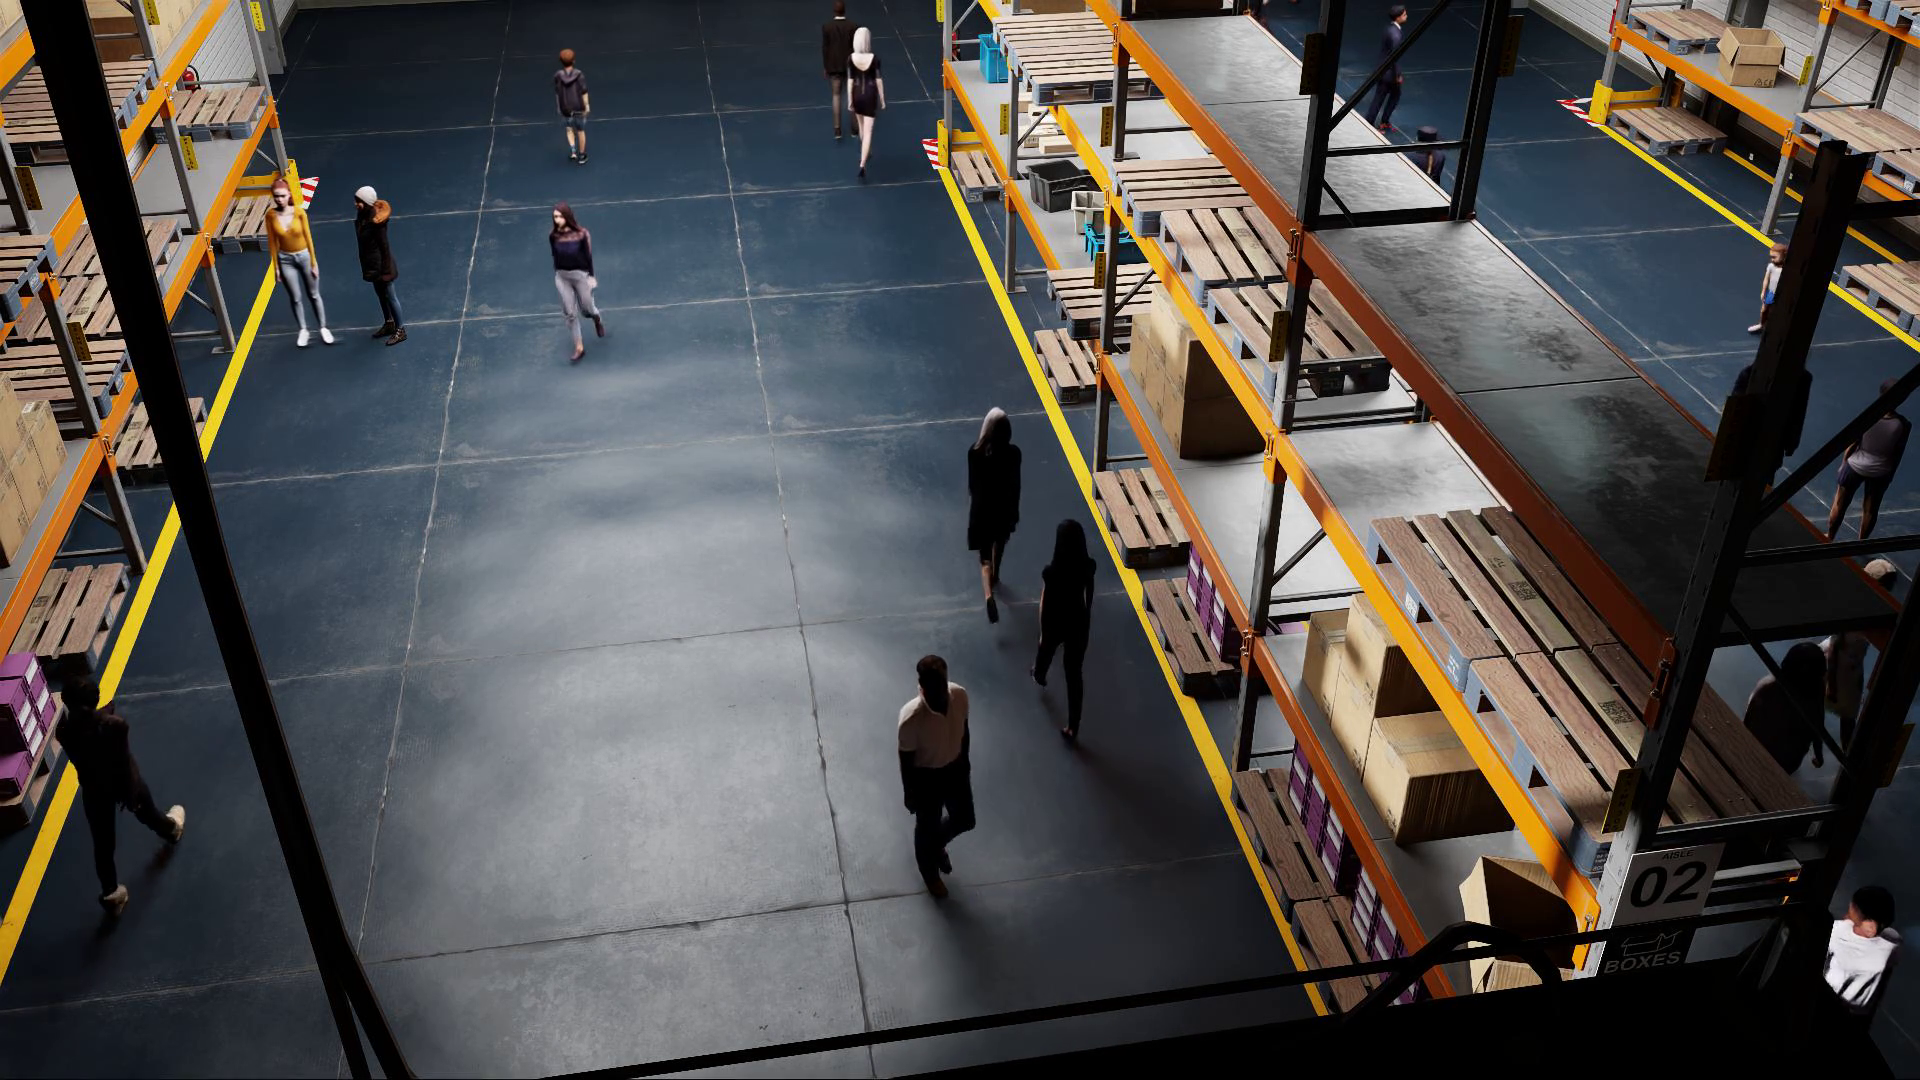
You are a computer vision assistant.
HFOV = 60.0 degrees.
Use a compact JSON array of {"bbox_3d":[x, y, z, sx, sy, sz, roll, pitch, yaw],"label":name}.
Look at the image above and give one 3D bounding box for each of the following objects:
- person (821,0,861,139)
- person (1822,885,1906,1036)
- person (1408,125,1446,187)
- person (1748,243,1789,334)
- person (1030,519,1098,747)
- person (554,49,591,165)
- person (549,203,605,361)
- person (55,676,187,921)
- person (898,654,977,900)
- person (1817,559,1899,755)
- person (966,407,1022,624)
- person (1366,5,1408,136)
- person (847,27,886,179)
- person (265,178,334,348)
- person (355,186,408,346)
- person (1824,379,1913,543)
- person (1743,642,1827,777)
[{"bbox_3d":[-1.525,-6.130,21.612,0.677,1.799,0.585,-2,34,-3],"label":"person"},{"bbox_3d":[4.613,2.429,8.816,0.689,1.709,0.722,5,34,7],"label":"person"},{"bbox_3d":[4.984,-3.610,17.944,0.796,1.663,0.855,-13,36,-19],"label":"person"},{"bbox_3d":[8.366,-2.532,16.926,0.564,0.994,0.572,6,34,9],"label":"person"},{"bbox_3d":[0.762,0.672,11.470,0.675,1.699,1.086,-10,35,-14],"label":"person"},{"bbox_3d":[-4.870,-5.420,20.869,0.590,1.439,0.598,0,34,-1],"label":"person"},{"bbox_3d":[-3.786,-2.587,16.464,0.789,1.597,0.937,7,34,11],"label":"person"},{"bbox_3d":[-5.261,1.459,10.344,1.121,1.634,0.596,-6,34,-8],"label":"person"},{"bbox_3d":[-0.204,1.389,10.265,0.798,1.837,0.825,-21,39,-28],"label":"person"},{"bbox_3d":[5.846,0.818,11.243,0.642,1.705,1.073,-8,34,-12],"label":"person"},{"bbox_3d":[0.251,-0.173,12.726,0.702,1.714,1.153,0,34,-1],"label":"person"},{"bbox_3d":[5.472,-6.090,21.633,0.793,1.709,0.728,4,34,6],"label":"person"},{"bbox_3d":[-1.174,-5.325,20.409,0.861,1.790,1.232,4,34,6],"label":"person"},{"bbox_3d":[-6.616,-2.763,16.594,0.584,1.746,0.518,-8,34,-12],"label":"person"},{"bbox_3d":[-5.839,-2.773,16.711,0.730,1.634,0.810,29,43,36],"label":"person"},{"bbox_3d":[7.384,-0.605,13.512,0.652,1.565,0.680,13,36,19],"label":"person"},{"bbox_3d":[5.211,1.274,10.652,0.636,1.601,0.629,-6,34,-9],"label":"person"}]
